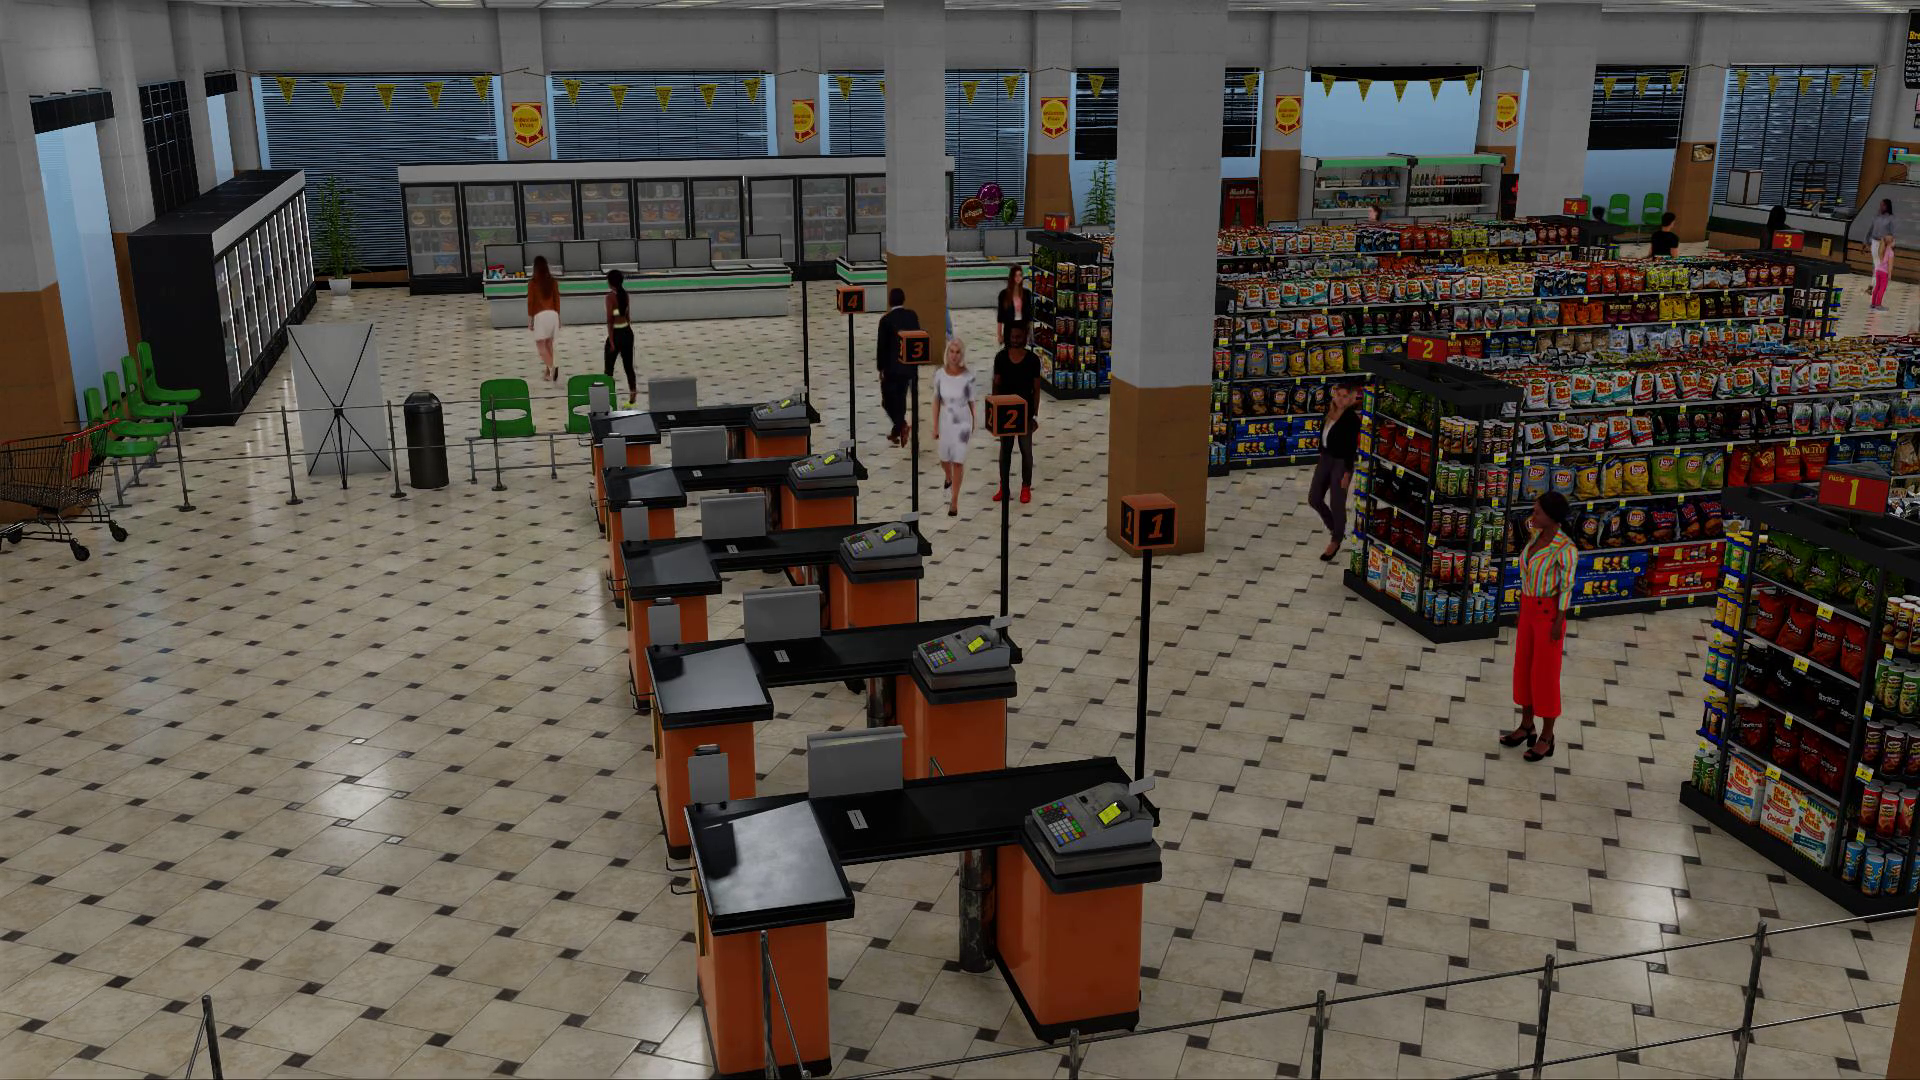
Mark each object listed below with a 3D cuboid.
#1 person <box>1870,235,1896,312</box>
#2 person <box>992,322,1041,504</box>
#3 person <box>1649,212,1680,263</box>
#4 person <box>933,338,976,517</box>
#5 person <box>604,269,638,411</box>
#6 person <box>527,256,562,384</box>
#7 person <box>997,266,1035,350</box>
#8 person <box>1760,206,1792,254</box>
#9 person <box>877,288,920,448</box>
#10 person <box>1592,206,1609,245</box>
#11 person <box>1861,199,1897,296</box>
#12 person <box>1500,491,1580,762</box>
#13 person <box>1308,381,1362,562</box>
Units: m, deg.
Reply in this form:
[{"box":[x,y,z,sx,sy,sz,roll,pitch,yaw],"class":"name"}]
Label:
[{"box":[15.797,-4.579,28.450,0.548,1.272,0.518,-1,17,-2],"class":"person"},{"box":[0.568,-1.292,16.703,0.649,1.807,0.774,5,17,15],"class":"person"},{"box":[11.116,-4.260,26.387,0.643,1.861,0.732,-9,19,-26],"class":"person"},{"box":[-0.055,-1.127,16.323,1.122,1.713,0.934,3,17,8],"class":"person"},{"box":[-4.173,-2.468,20.724,0.975,1.721,0.995,14,22,39],"class":"person"},{"box":[-5.530,-2.931,22.282,0.988,1.703,0.898,-12,21,-35],"class":"person"},{"box":[0.697,-2.692,21.502,0.543,1.698,0.653,-4,17,-14],"class":"person"},{"box":[13.461,-4.611,27.574,0.533,1.842,0.703,-4,17,-12],"class":"person"},{"box":[-0.669,-1.922,18.784,0.985,1.803,0.919,-10,20,-30],"class":"person"},{"box":[11.094,-4.970,29.067,0.825,1.662,0.892,2,17,5],"class":"person"},{"box":[16.672,-5.282,30.038,1.109,1.695,0.842,-11,20,-31],"class":"person"},{"box":[3.736,0.548,10.669,0.534,1.792,0.601,-5,18,-17],"class":"person"},{"box":[3.395,-0.605,14.708,0.716,1.652,0.703,-9,19,-27],"class":"person"}]
